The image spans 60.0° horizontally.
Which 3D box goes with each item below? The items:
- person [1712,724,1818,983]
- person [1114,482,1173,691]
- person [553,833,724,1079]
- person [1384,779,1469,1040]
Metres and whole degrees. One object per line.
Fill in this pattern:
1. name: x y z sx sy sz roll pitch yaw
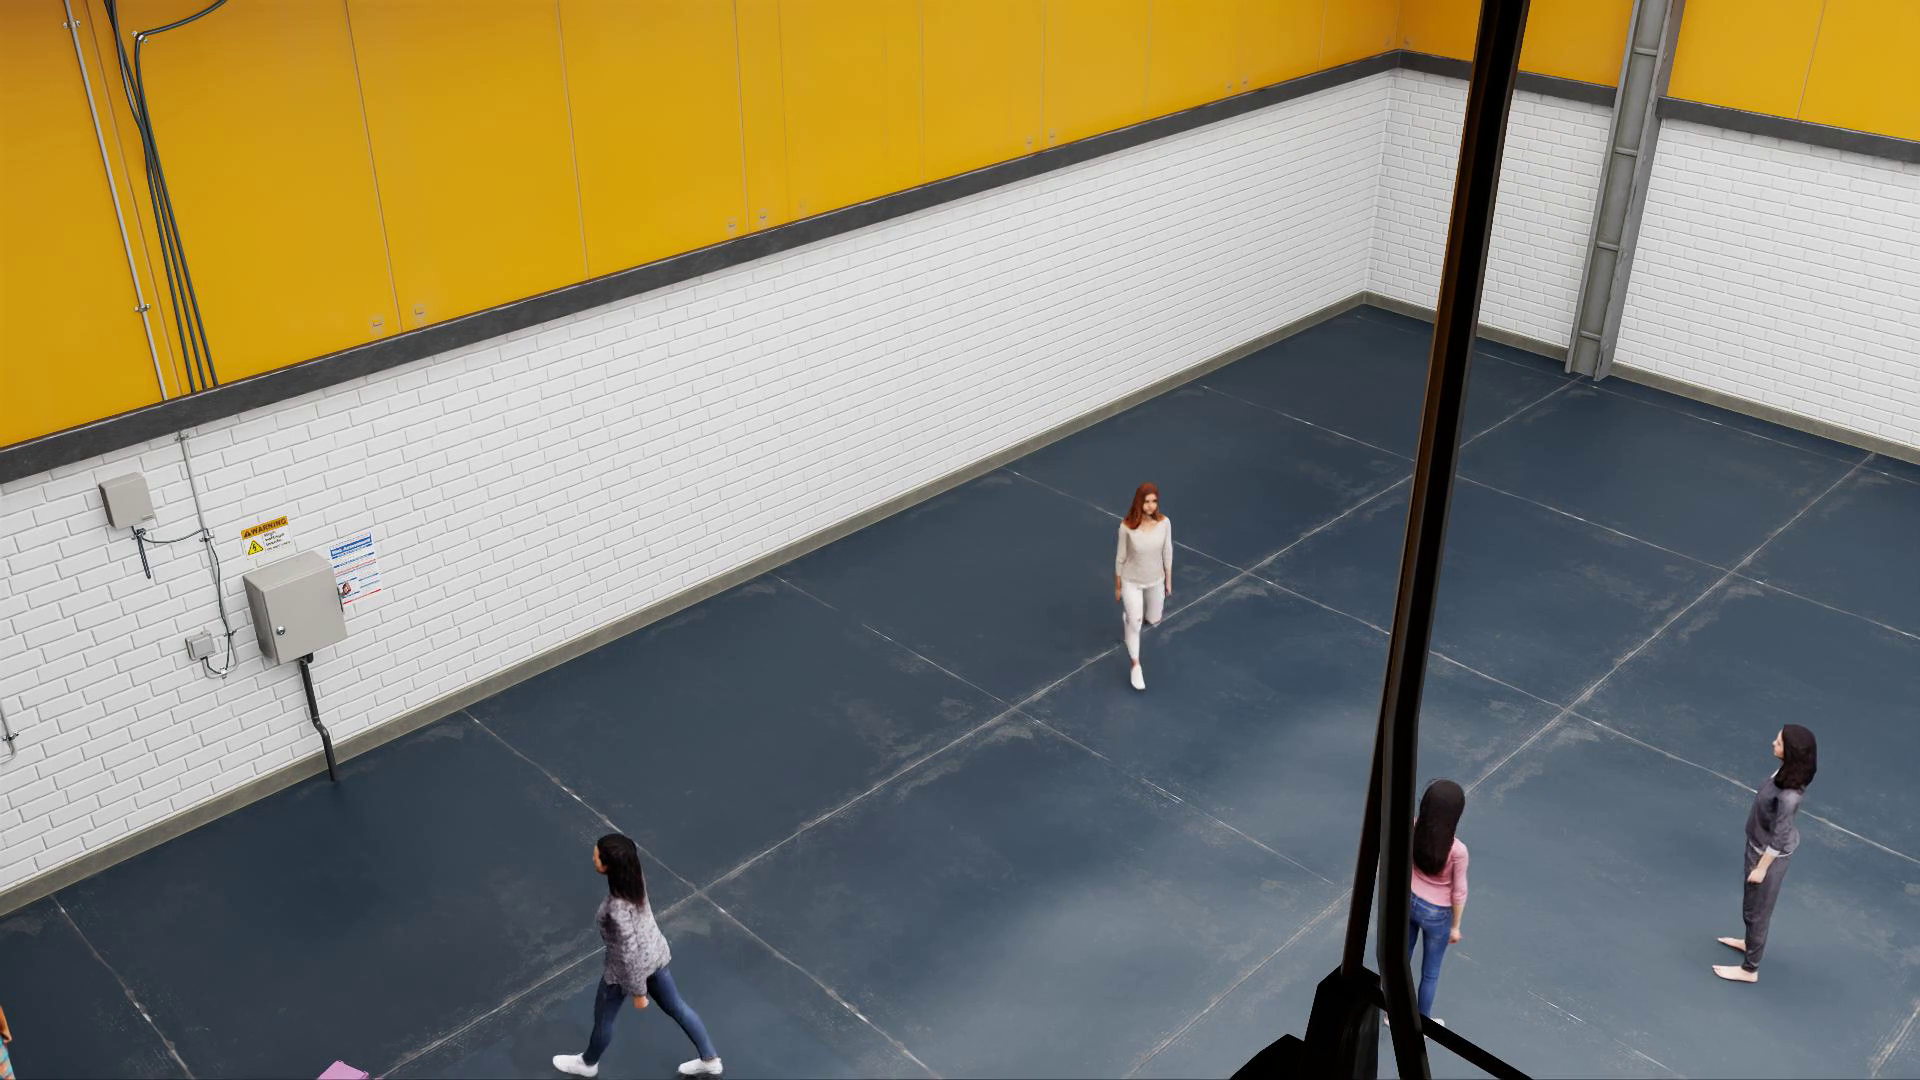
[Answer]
1. person: 4.786 1.847 9.824 0.597 1.763 0.650 16 32 26
2. person: 1.378 0.281 12.766 0.889 1.696 1.016 -5 29 -9
3. person: -1.672 2.327 9.035 1.258 1.676 1.101 4 29 8
4. person: 2.633 2.082 9.416 0.644 1.742 0.464 -22 36 -35
